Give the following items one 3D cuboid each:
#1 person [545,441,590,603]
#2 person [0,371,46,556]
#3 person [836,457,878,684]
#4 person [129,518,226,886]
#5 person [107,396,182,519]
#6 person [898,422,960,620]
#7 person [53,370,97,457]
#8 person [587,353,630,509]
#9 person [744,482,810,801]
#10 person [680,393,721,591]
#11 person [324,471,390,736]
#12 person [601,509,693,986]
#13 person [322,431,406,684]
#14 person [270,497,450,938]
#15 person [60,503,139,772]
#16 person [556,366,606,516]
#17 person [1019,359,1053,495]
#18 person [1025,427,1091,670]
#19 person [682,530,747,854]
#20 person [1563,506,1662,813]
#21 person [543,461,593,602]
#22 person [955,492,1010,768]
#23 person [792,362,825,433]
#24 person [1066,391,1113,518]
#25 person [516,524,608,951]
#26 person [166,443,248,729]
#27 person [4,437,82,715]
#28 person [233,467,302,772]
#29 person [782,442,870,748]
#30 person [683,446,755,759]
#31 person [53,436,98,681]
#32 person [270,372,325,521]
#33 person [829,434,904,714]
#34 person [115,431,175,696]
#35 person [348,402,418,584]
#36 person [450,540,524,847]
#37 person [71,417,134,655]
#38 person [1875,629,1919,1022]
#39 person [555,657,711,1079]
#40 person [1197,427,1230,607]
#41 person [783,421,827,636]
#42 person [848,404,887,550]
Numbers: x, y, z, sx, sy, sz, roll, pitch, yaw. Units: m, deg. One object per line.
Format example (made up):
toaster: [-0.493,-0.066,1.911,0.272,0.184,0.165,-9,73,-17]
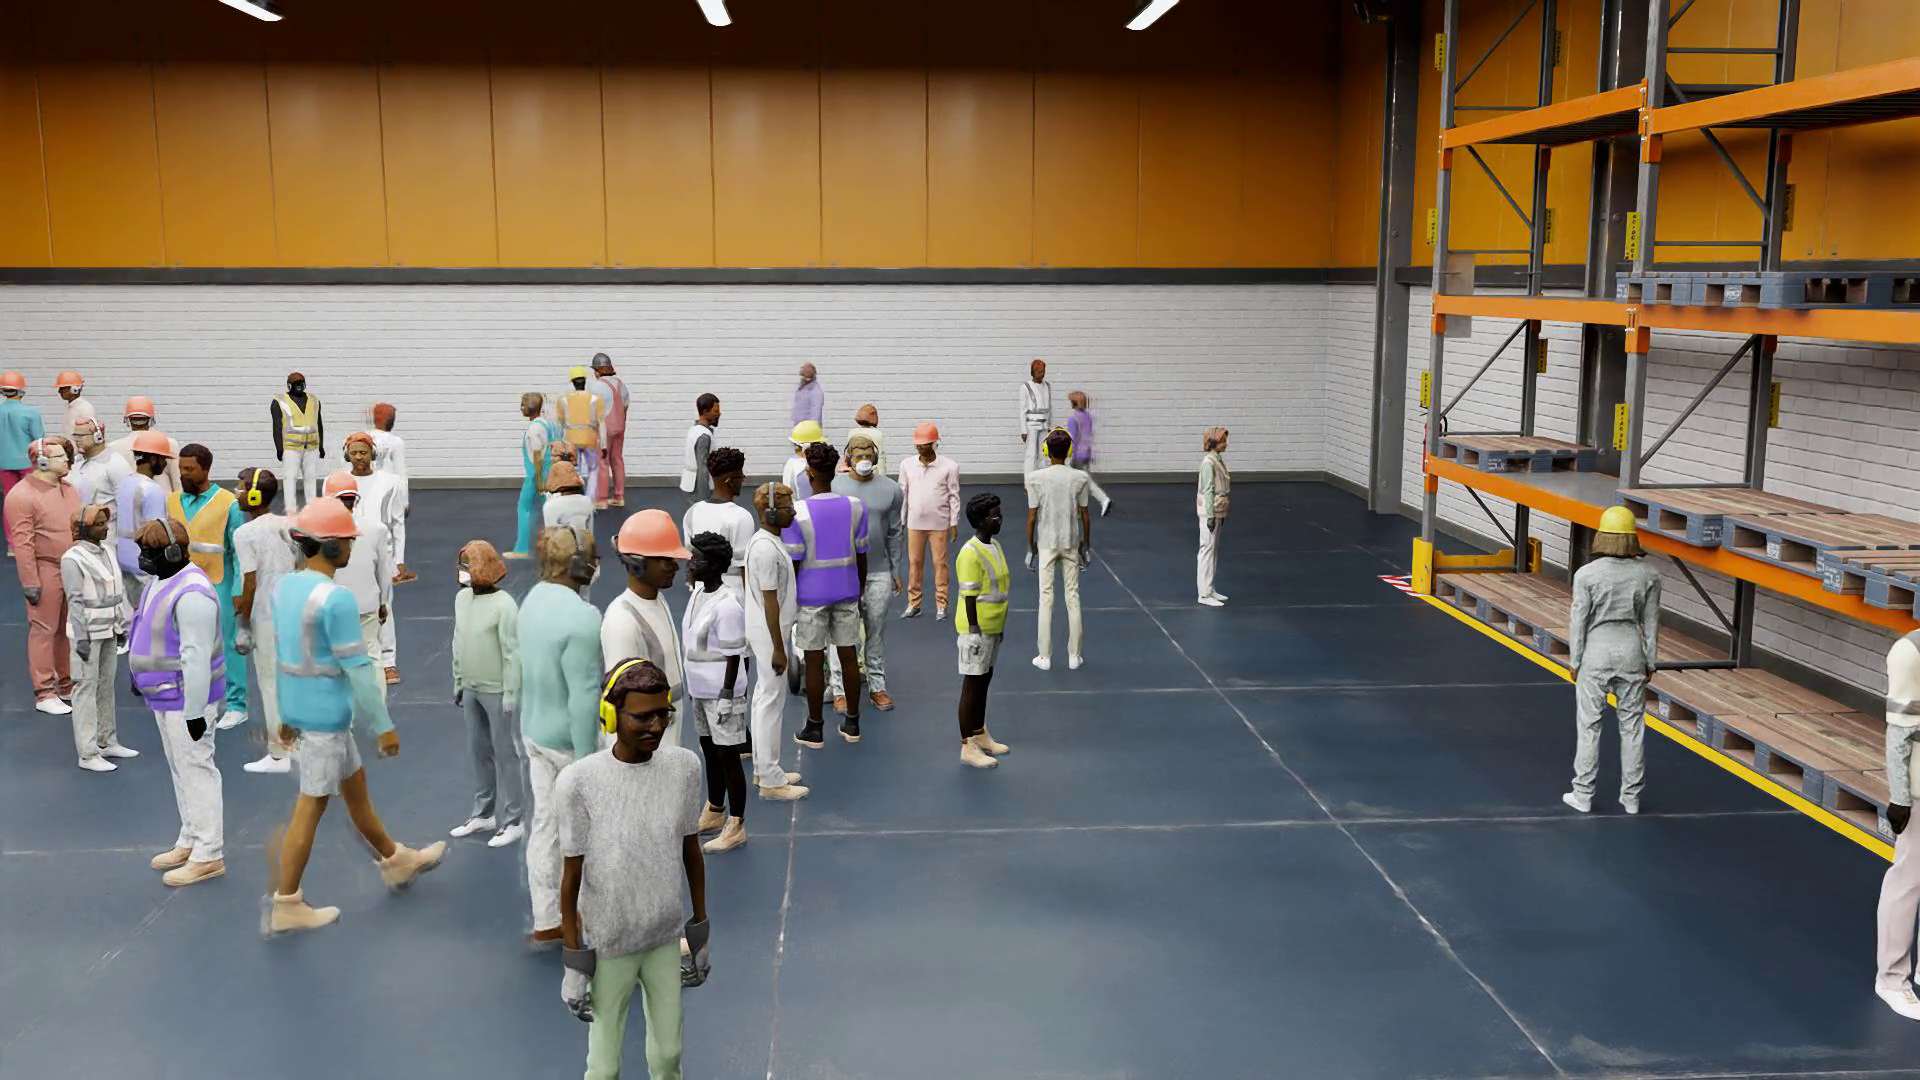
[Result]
person: [-3.312,-0.025,14.067,0.314,1.642,0.515,-7,11,-36]
person: [-10.109,-0.812,17.895,0.611,1.997,0.375,0,9,1]
person: [-0.748,0.192,12.353,0.329,1.752,0.563,-1,9,-4]
person: [-3.910,0.794,8.335,0.429,1.837,0.624,-7,11,-38]
person: [-6.990,-0.243,14.325,0.609,1.996,0.379,-5,10,-26]
person: [-0.287,-0.163,14.588,0.572,1.747,0.339,2,9,14]
person: [-9.712,-0.879,18.362,0.615,1.984,0.420,8,12,42]
person: [-4.635,-1.428,21.626,0.535,2.000,0.682,5,10,27]
person: [-1.074,0.580,9.631,0.346,1.846,0.506,-2,9,-12]
person: [-2.479,-0.457,15.979,0.401,1.905,0.604,-2,9,-14]
person: [-4.026,0.417,10.935,0.333,1.749,0.574,8,12,40]
person: [-1.314,0.880,7.130,0.377,2.041,0.615,0,9,1]
person: [-4.385,0.142,12.267,0.575,1.882,0.355,-3,10,-20]
person: [-2.849,0.795,7.811,1.025,1.987,0.641,-8,12,-42]
person: [-5.307,0.587,10.220,0.312,1.642,0.512,0,9,-1]
person: [-4.714,-1.213,20.693,0.616,1.902,0.450,-1,9,-8]
person: [1.057,-1.538,22.841,0.585,1.879,0.370,-8,12,-43]
person: [0.754,0.068,12.769,0.512,1.872,0.328,-1,9,-4]
person: [-1.298,0.791,8.773,0.318,1.697,0.535,-5,11,-31]
person: [3.677,0.673,9.391,0.485,1.736,0.325,1,9,4]
person: [-2.967,0.213,12.637,0.288,1.623,0.498,5,10,27]
person: [0.143,0.546,10.310,0.319,1.696,0.532,3,9,17]
person: [-2.069,-1.453,22.345,0.394,1.878,0.746,-4,10,-23]
person: [1.535,-1.029,20.463,0.632,1.619,0.513,6,11,32]
person: [-1.718,0.885,7.464,0.546,1.917,0.659,-8,12,-40]
person: [-5.025,0.304,11.134,0.597,1.917,0.372,3,9,18]
person: [-6.279,0.239,11.570,0.409,1.912,0.640,1,9,6]
person: [-4.214,0.486,10.133,0.327,1.874,0.514,3,10,19]
person: [-0.864,0.353,10.672,0.600,1.967,0.369,-5,10,-27]
person: [-1.463,0.390,10.443,0.602,1.966,0.368,8,12,40]
person: [-6.673,0.136,12.465,0.358,1.835,0.517,3,9,16]
person: [-8.106,-1.139,20.433,0.429,1.843,0.631,9,12,43]
person: [-0.682,0.231,11.531,0.632,1.940,0.372,-3,10,-21]
person: [-5.852,0.167,12.044,0.552,1.912,0.436,7,11,38]
person: [-5.626,-0.399,15.919,0.585,1.818,1.040,4,10,23]
person: [-2.526,0.808,8.857,0.501,1.633,0.279,7,11,36]
person: [-6.878,-0.029,13.258,0.651,1.907,0.409,4,10,23]
person: [4.036,0.990,6.797,0.590,1.927,0.367,-3,10,-20]
person: [-1.010,1.277,5.217,0.511,1.860,0.332,-7,11,-35]
person: [2.325,-0.220,15.292,0.307,1.640,0.518,3,9,16]
person: [-1.253,-0.071,13.755,0.404,1.833,0.588,-3,10,-20]
person: [-1.001,-0.666,18.119,0.498,1.632,0.289,7,11,36]
